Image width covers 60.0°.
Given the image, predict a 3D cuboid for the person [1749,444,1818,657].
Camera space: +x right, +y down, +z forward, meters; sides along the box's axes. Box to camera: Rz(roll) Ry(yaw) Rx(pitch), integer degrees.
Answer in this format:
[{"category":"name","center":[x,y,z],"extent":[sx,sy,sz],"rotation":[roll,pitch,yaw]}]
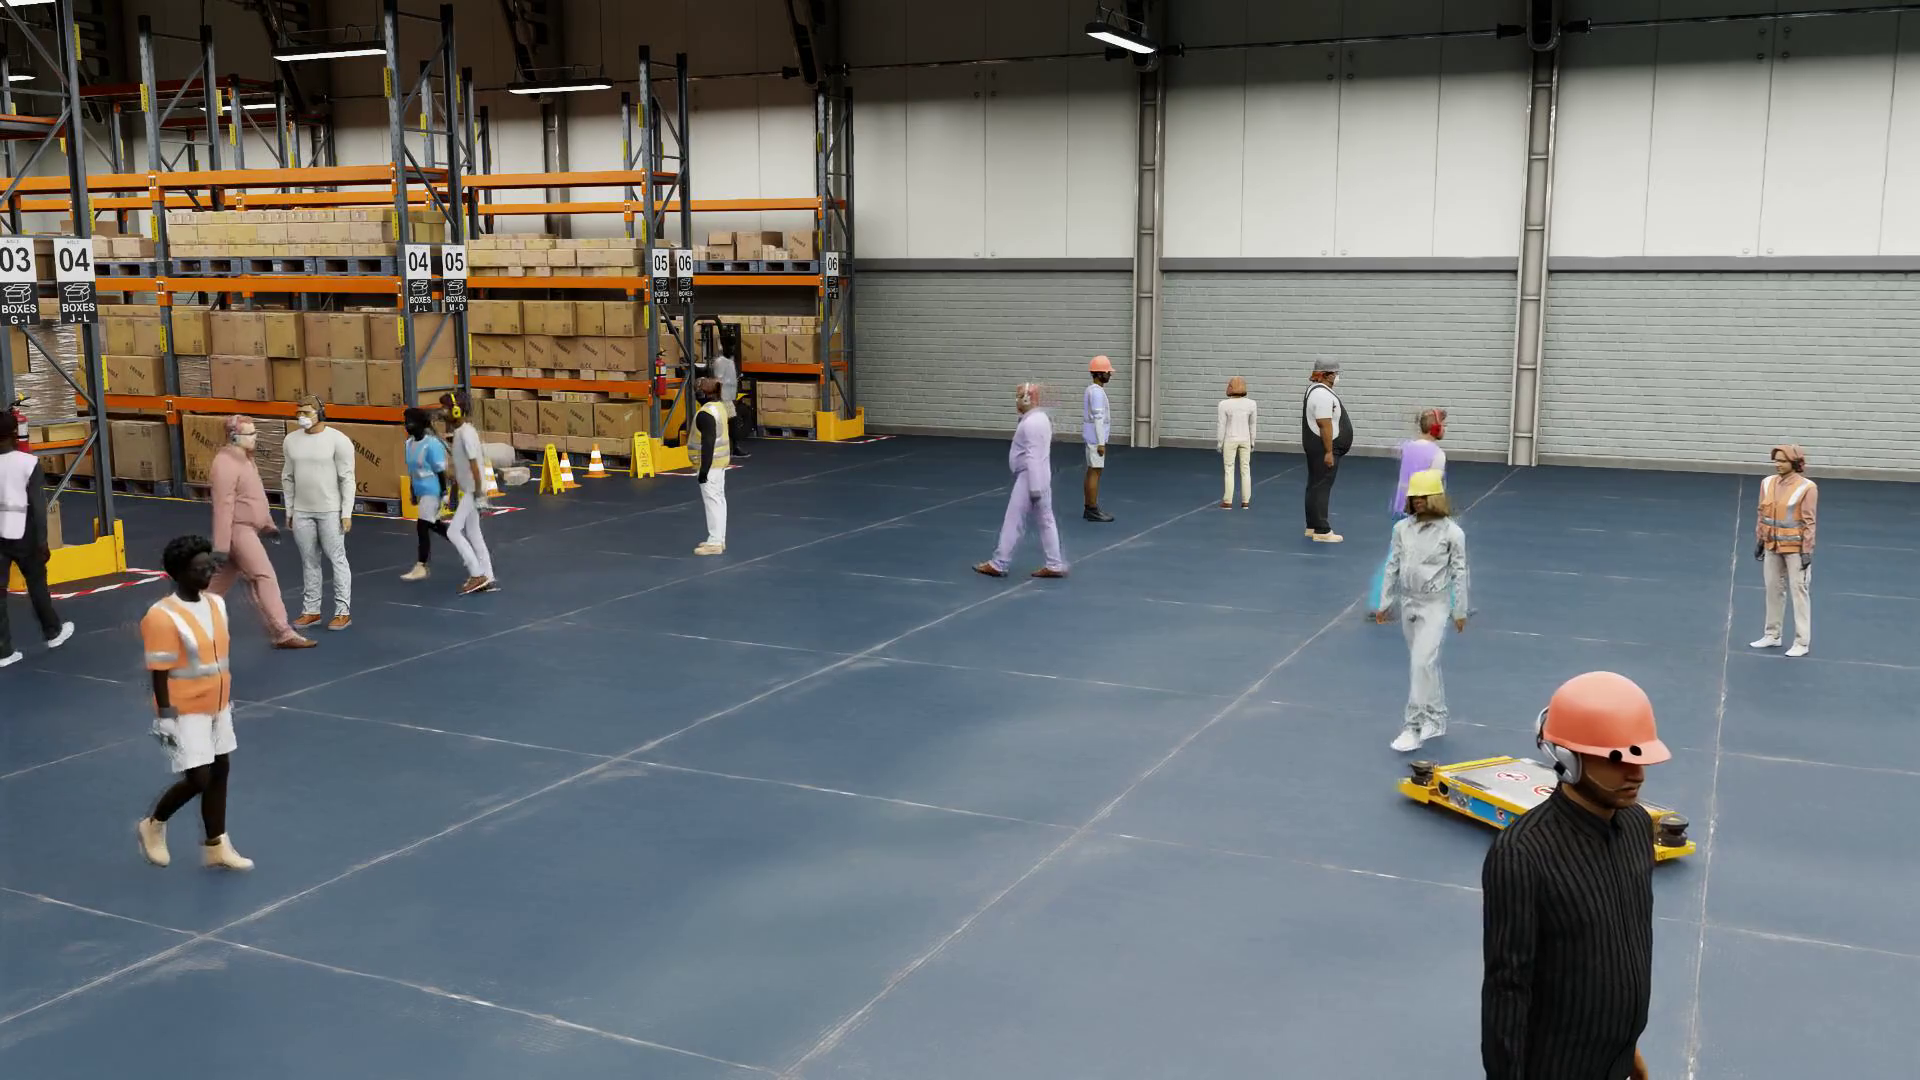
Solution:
[{"category":"person","center":[6.324,0.074,12.740],"extent":[0.322,1.627,0.529],"rotation":[-3,10,-20]}]

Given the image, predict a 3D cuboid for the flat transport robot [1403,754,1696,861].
[{"category":"flat transport robot","center":[3.064,1.397,8.761],"extent":[0.652,0.197,1.431],"rotation":[-4,10,-25]}]

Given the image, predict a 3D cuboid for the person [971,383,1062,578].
[{"category":"person","center":[0.562,-0.560,15.868],"extent":[0.944,1.860,0.665],"rotation":[3,10,15]}]

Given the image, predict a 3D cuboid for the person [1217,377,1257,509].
[{"category":"person","center":[3.397,-1.189,20.442],"extent":[0.500,1.636,0.286],"rotation":[-2,9,-11]}]

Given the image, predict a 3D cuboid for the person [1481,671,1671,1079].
[{"category":"person","center":[1.519,1.293,4.122],"extent":[0.623,1.992,0.391],"rotation":[-7,12,-37]}]

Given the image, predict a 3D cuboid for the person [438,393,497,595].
[{"category":"person","center":[-4.454,-0.405,15.022],"extent":[0.531,1.834,0.603],"rotation":[-4,10,-23]}]

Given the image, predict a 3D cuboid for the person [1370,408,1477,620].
[{"category":"person","center":[3.876,-0.206,13.945],"extent":[0.971,1.802,0.592],"rotation":[-3,10,-18]}]

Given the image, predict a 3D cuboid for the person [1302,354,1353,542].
[{"category":"person","center":[3.995,-1.008,18.093],"extent":[0.538,2.000,0.684],"rotation":[0,9,-1]}]

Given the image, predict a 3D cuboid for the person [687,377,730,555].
[{"category":"person","center":[-2.606,-0.768,17.240],"extent":[0.430,1.841,0.624],"rotation":[1,9,4]}]

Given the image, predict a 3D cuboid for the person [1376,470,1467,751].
[{"category":"person","center":[2.785,0.430,10.237],"extent":[0.751,1.714,0.504],"rotation":[-7,11,-36]}]

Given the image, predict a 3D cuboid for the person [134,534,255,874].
[{"category":"person","center":[-3.722,0.803,8.043],"extent":[0.449,1.686,0.548],"rotation":[2,9,12]}]

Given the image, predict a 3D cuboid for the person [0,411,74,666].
[{"category":"person","center":[-7.160,-0.040,12.637],"extent":[0.624,1.876,0.938],"rotation":[-1,9,-4]}]

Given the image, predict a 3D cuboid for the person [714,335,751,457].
[{"category":"person","center":[-3.752,-2.255,26.068],"extent":[0.875,1.934,0.616],"rotation":[1,9,6]}]

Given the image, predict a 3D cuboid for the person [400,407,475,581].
[{"category":"person","center":[-5.023,-0.467,15.960],"extent":[0.794,1.659,0.555],"rotation":[-9,13,-44]}]

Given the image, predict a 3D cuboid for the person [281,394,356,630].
[{"category":"person","center":[-5.248,-0.226,13.608],"extent":[0.633,1.939,0.368],"rotation":[2,9,11]}]

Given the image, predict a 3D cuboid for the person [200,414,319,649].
[{"category":"person","center":[-5.568,-0.044,12.781],"extent":[1.018,1.857,0.645],"rotation":[-3,10,-19]}]

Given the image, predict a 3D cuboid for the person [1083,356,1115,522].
[{"category":"person","center":[1.623,-1.185,19.491],"extent":[0.363,1.939,0.542],"rotation":[-1,9,-5]}]
